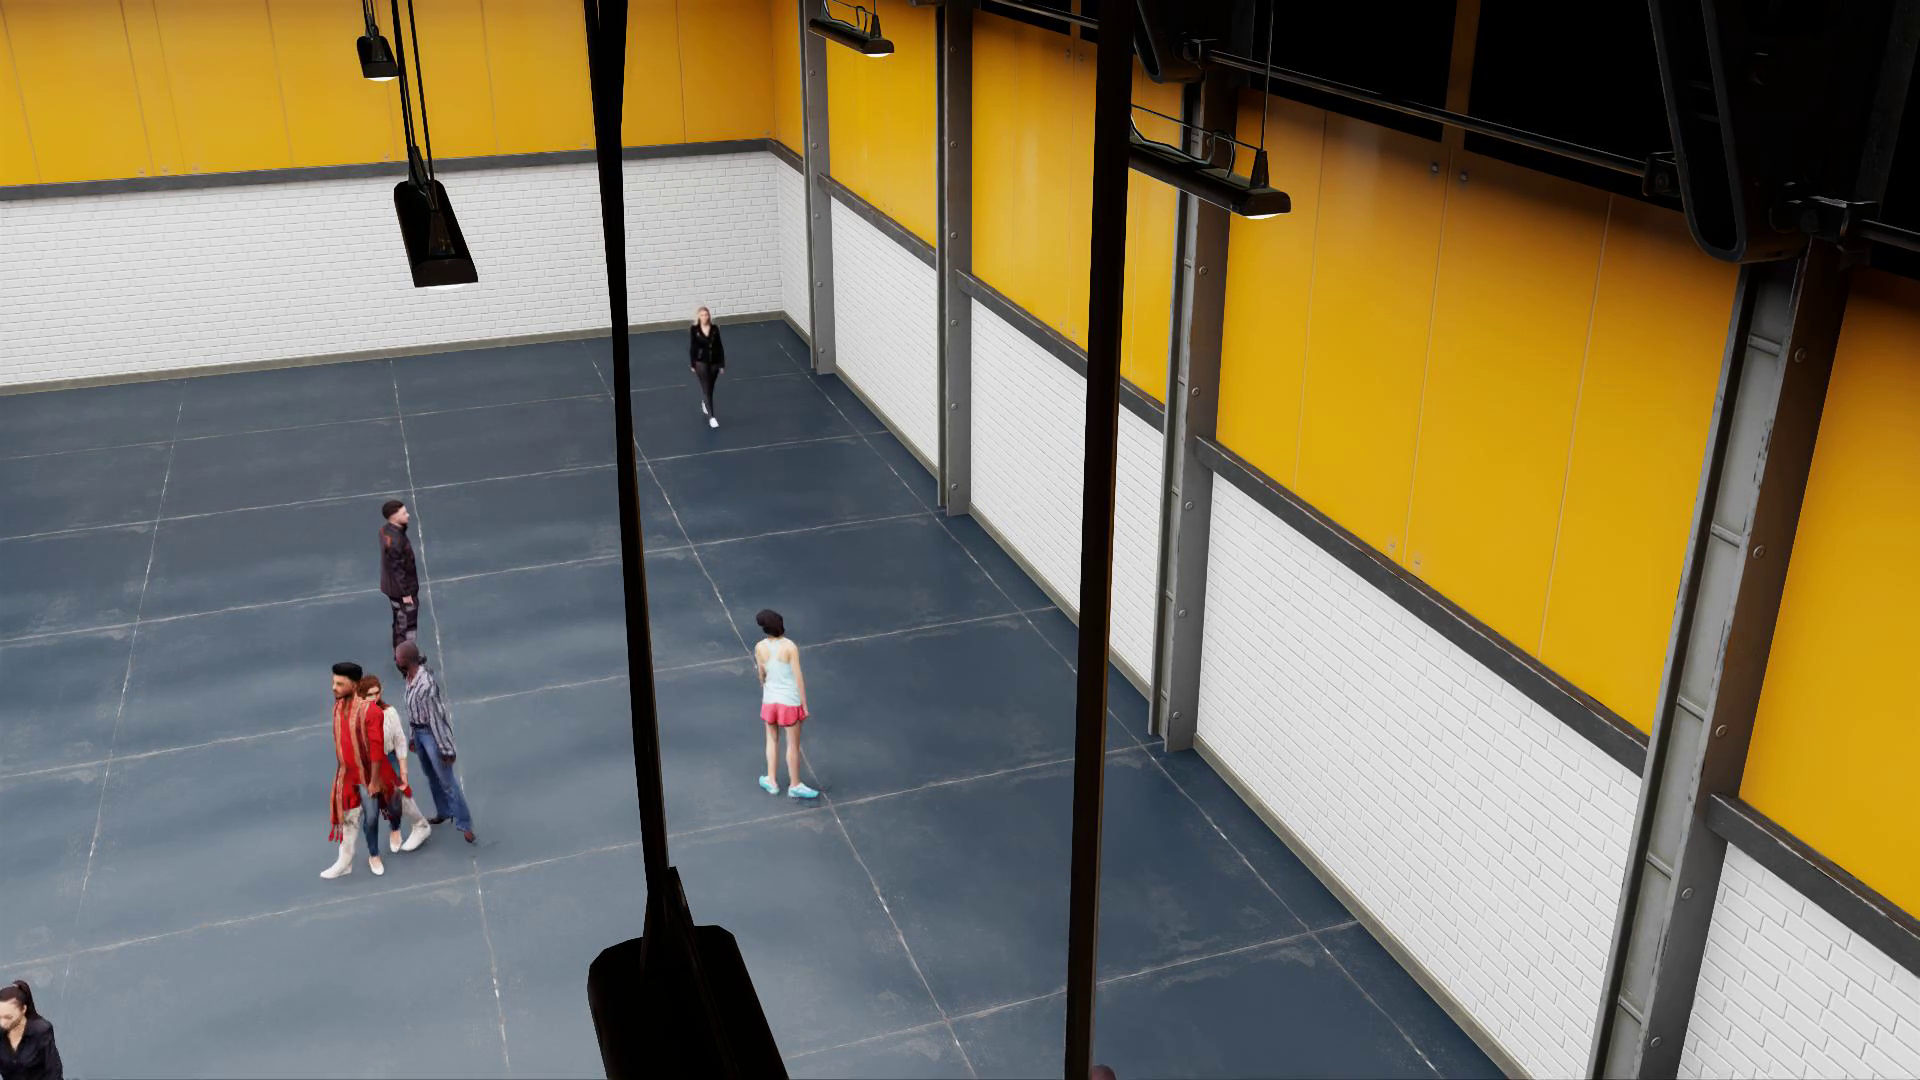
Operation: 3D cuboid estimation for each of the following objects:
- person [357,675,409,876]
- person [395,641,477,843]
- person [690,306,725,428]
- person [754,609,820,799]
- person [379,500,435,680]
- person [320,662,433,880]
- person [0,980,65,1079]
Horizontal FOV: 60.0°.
[{"bbox_3d":[-4.707,1.840,13.494,0.633,1.705,0.804,-8,25,-17],"label":"person"},{"bbox_3d":[-4.321,1.669,13.801,0.680,1.771,0.919,20,30,37],"label":"person"},{"bbox_3d":[-3.576,-2.471,23.428,0.625,1.646,1.115,-9,25,-20],"label":"person"},{"bbox_3d":[-1.492,1.428,14.364,0.768,1.763,0.818,17,29,34],"label":"person"},{"bbox_3d":[-5.538,0.459,16.467,0.796,1.854,0.563,-11,26,-24],"label":"person"},{"bbox_3d":[-4.706,1.786,13.463,1.251,1.828,1.265,13,27,27],"label":"person"},{"bbox_3d":[-5.500,3.356,10.040,0.779,1.694,0.880,5,24,11],"label":"person"}]
